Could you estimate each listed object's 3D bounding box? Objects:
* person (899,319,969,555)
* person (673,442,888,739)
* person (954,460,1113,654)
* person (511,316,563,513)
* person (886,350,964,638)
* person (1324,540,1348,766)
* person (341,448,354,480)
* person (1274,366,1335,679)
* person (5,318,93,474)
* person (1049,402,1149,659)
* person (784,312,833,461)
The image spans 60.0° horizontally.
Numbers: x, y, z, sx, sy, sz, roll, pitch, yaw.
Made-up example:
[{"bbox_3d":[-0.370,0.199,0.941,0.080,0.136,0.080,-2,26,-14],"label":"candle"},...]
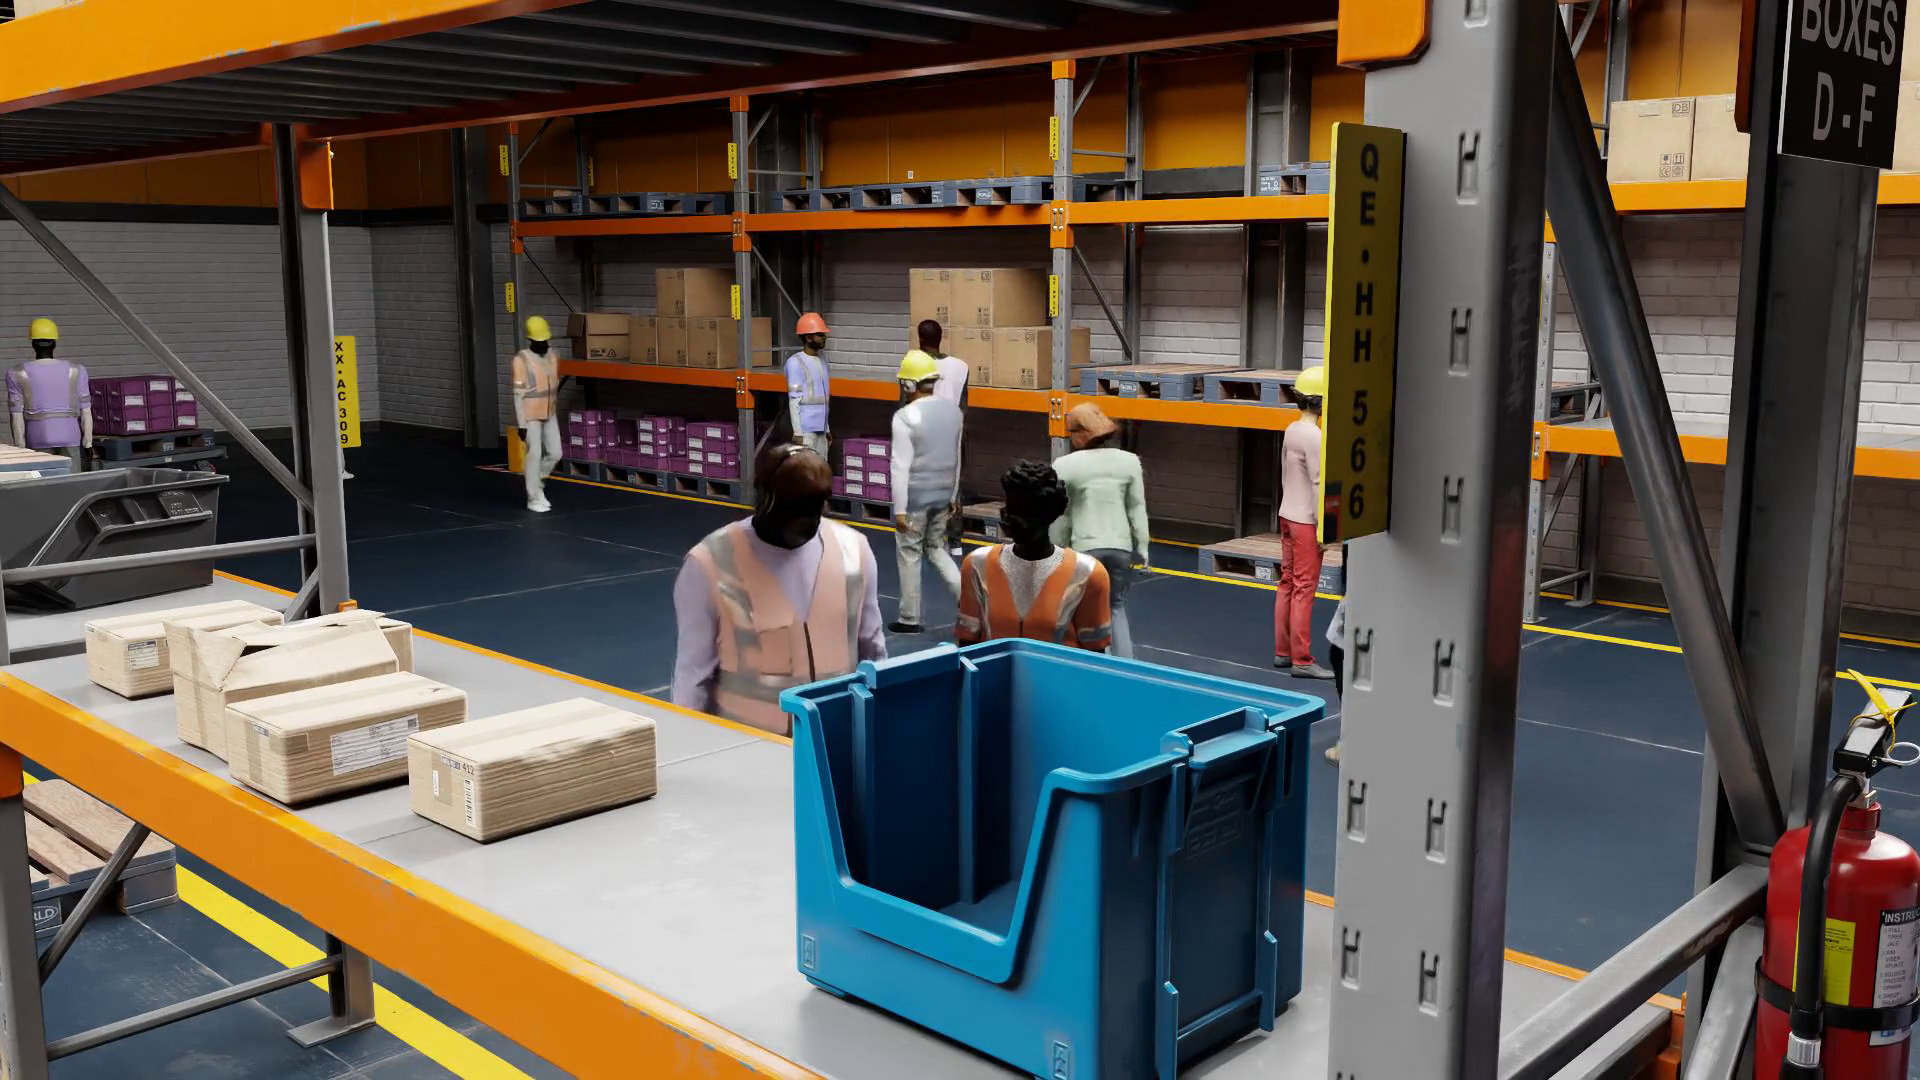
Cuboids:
[{"bbox_3d":[-0.202,-0.807,13.367,0.591,1.914,0.399,-4,10,-21],"label":"person"},{"bbox_3d":[-0.546,0.602,5.022,0.692,1.819,0.530,-5,10,-28],"label":"person"},{"bbox_3d":[0.234,0.576,5.532,0.531,1.697,0.322,2,10,15],"label":"person"},{"bbox_3d":[-3.990,-1.179,15.736,0.605,1.875,0.633,6,11,32],"label":"person"},{"bbox_3d":[-0.198,-0.269,10.331,0.587,1.820,0.607,8,12,42],"label":"person"},{"bbox_3d":[1.940,0.230,7.670,0.551,1.693,0.387,-4,10,-23],"label":"person"},{"bbox_3d":[-6.949,-1.583,18.225,0.531,1.876,0.318,0,9,1],"label":"person"},{"bbox_3d":[1.984,-0.100,9.464,0.317,1.769,0.522,-1,9,-8],"label":"person"},{"bbox_3d":[-7.179,-0.782,13.155,0.587,1.927,0.369,-7,12,-37],"label":"person"},{"bbox_3d":[0.738,0.072,8.877,0.515,1.604,0.484,-2,9,-12],"label":"person"},{"bbox_3d":[-1.272,-0.980,14.323,0.342,1.942,0.552,4,10,26],"label":"person"}]
